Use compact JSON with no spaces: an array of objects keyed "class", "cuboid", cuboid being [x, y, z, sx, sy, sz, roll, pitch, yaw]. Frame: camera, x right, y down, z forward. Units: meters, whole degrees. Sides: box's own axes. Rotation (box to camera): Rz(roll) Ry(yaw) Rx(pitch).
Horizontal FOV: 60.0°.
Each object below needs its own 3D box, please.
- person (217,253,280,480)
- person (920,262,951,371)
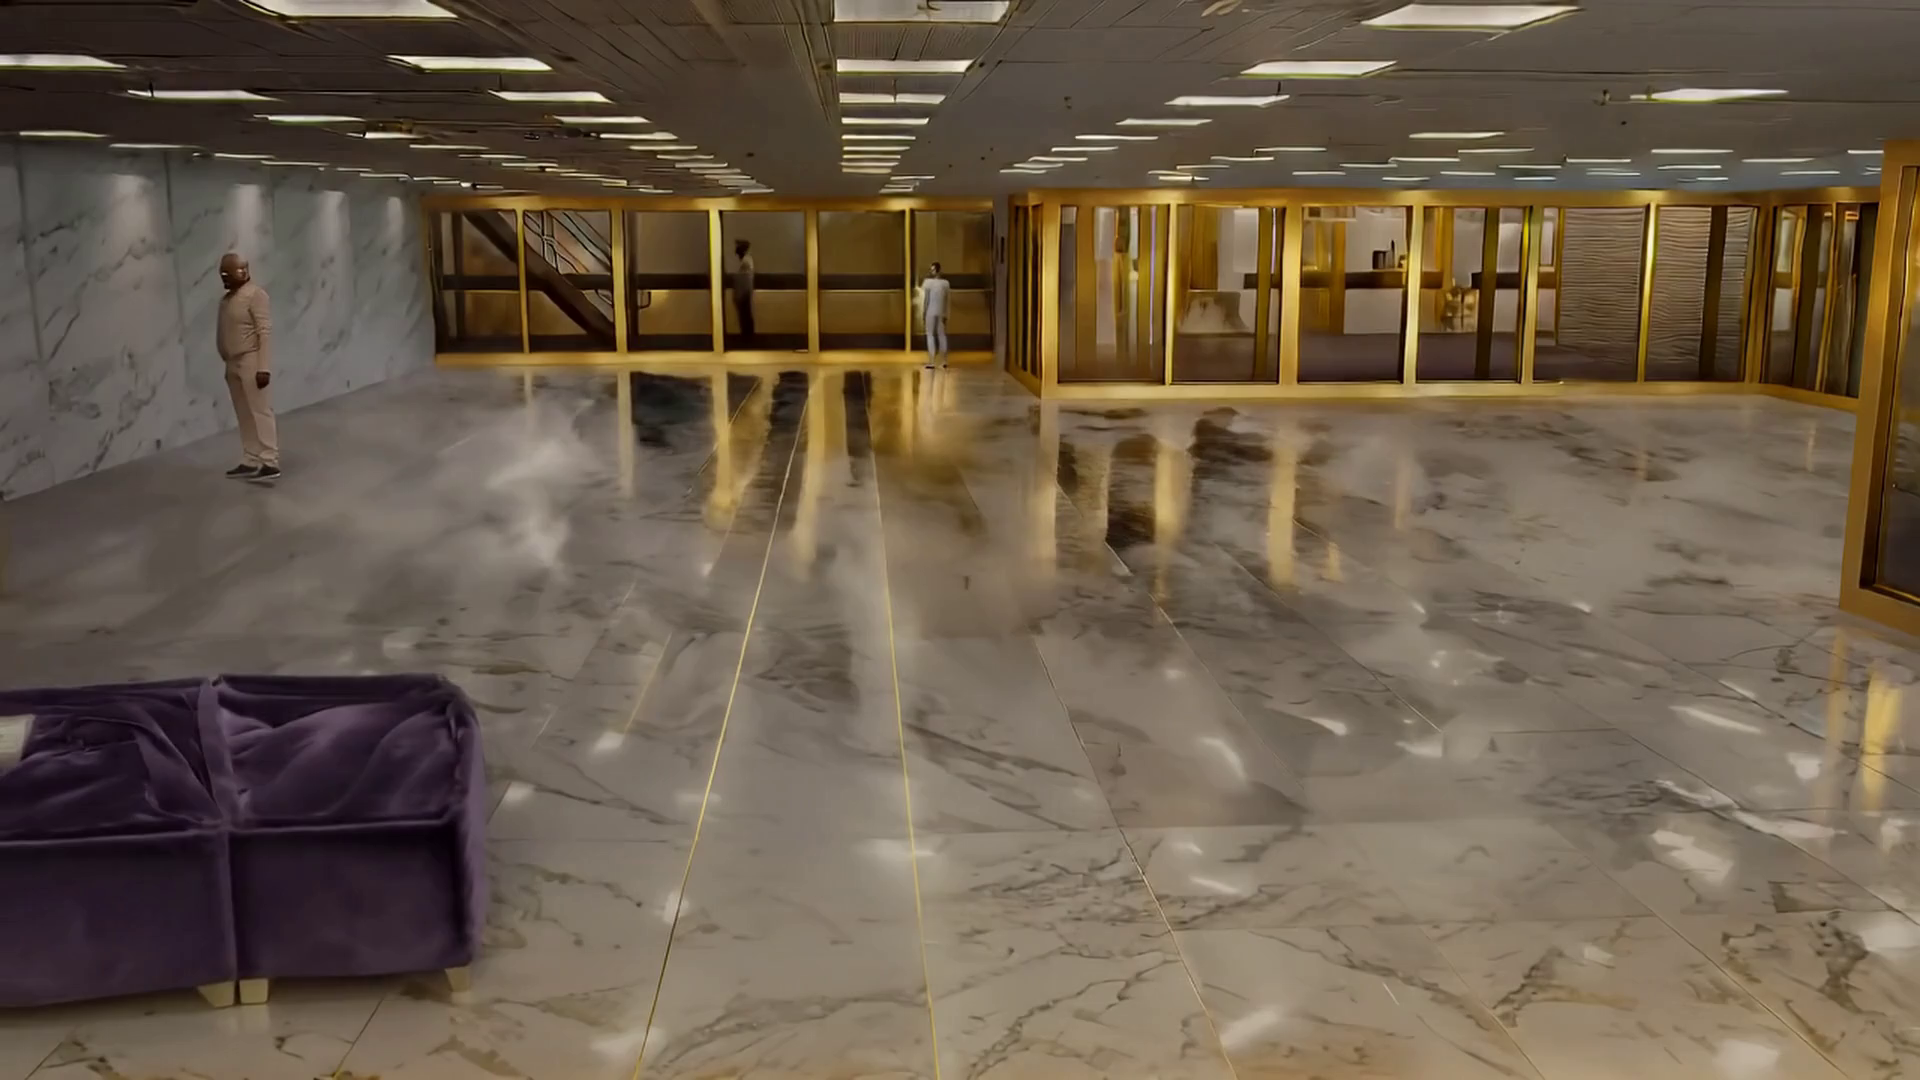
[{"class":"person","cuboid":[-6.055,-1.460,14.067,0.651,1.904,0.403,9,14,39]},{"class":"person","cuboid":[-0.372,-3.369,25.091,0.501,1.633,0.279,-6,12,-29]}]
